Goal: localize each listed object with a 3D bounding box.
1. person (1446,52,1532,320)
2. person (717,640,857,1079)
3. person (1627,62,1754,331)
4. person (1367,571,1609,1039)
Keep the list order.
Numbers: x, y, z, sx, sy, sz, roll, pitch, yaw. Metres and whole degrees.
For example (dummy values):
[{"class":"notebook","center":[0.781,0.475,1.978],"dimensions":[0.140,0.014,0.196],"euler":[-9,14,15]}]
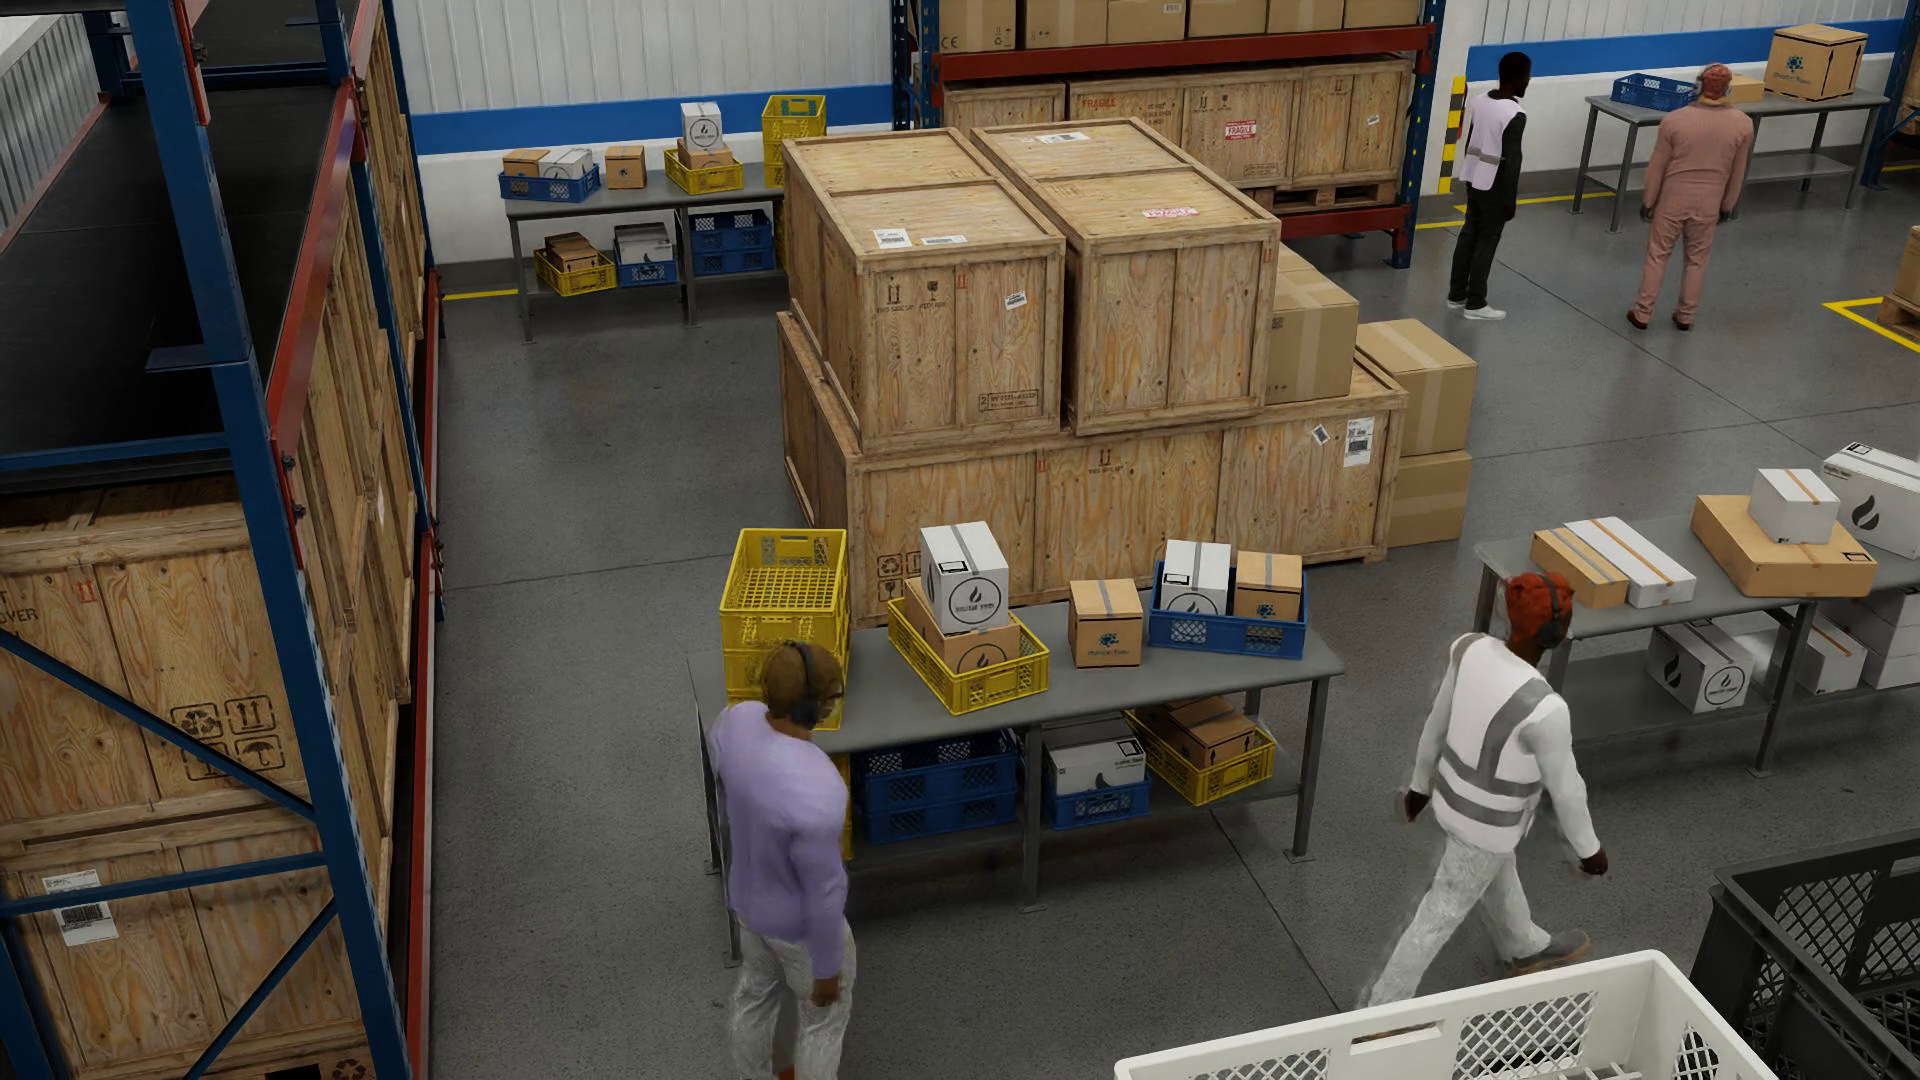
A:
[{"class":"person","center":[3.827,-2.556,12.033],"dimensions":[0.371,1.916,0.597],"euler":[-7,30,-13]},{"class":"person","center":[-0.554,1.170,5.282],"dimensions":[0.458,1.918,0.661],"euler":[-20,35,-32]},{"class":"person","center":[5.173,-2.417,11.806],"dimensions":[0.657,1.901,0.396],"euler":[3,29,6]},{"class":"person","center":[1.905,0.939,5.776],"dimensions":[0.996,1.827,0.590],"euler":[-5,29,-9]}]
